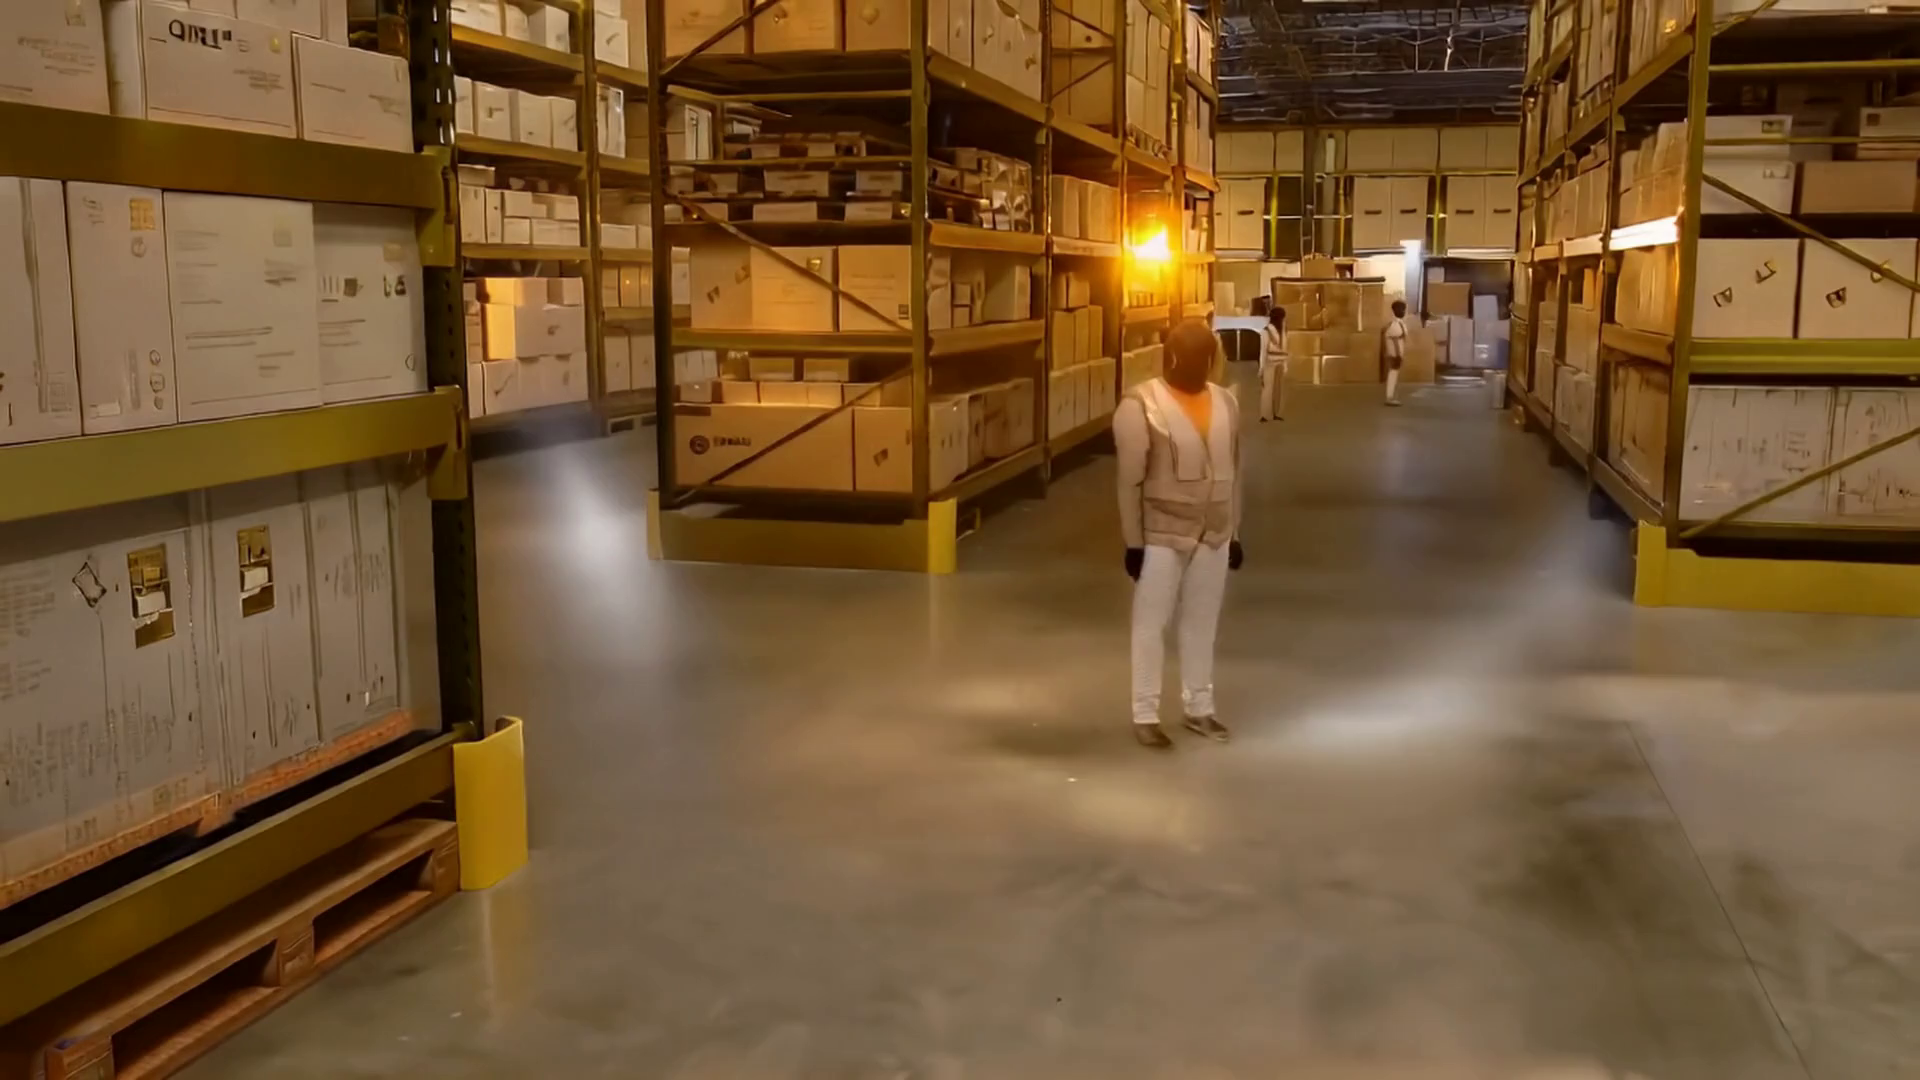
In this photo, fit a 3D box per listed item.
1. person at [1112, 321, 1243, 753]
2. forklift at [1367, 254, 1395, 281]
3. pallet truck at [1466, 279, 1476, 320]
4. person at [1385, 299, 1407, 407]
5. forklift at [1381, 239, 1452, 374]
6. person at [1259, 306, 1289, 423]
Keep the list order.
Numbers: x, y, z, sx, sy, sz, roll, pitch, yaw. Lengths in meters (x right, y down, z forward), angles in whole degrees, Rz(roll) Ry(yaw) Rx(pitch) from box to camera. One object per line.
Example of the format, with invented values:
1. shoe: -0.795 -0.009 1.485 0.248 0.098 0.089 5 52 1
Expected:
1. person: 0.959 -0.013 7.174 0.642 1.840 0.428 -5 10 -27
2. forklift: 14.333 -8.337 56.737 1.129 2.768 1.873 -2 9 -13
3. pallet truck: 18.896 -8.459 60.307 1.885 1.965 0.823 5 10 31
4. person: 6.870 -2.942 26.216 0.317 1.696 0.541 2 9 15
5. forklift: 9.466 -4.935 35.124 1.873 2.768 1.129 2 9 15
6. person: 4.428 -2.472 23.422 0.515 1.636 0.314 -6 11 -32
